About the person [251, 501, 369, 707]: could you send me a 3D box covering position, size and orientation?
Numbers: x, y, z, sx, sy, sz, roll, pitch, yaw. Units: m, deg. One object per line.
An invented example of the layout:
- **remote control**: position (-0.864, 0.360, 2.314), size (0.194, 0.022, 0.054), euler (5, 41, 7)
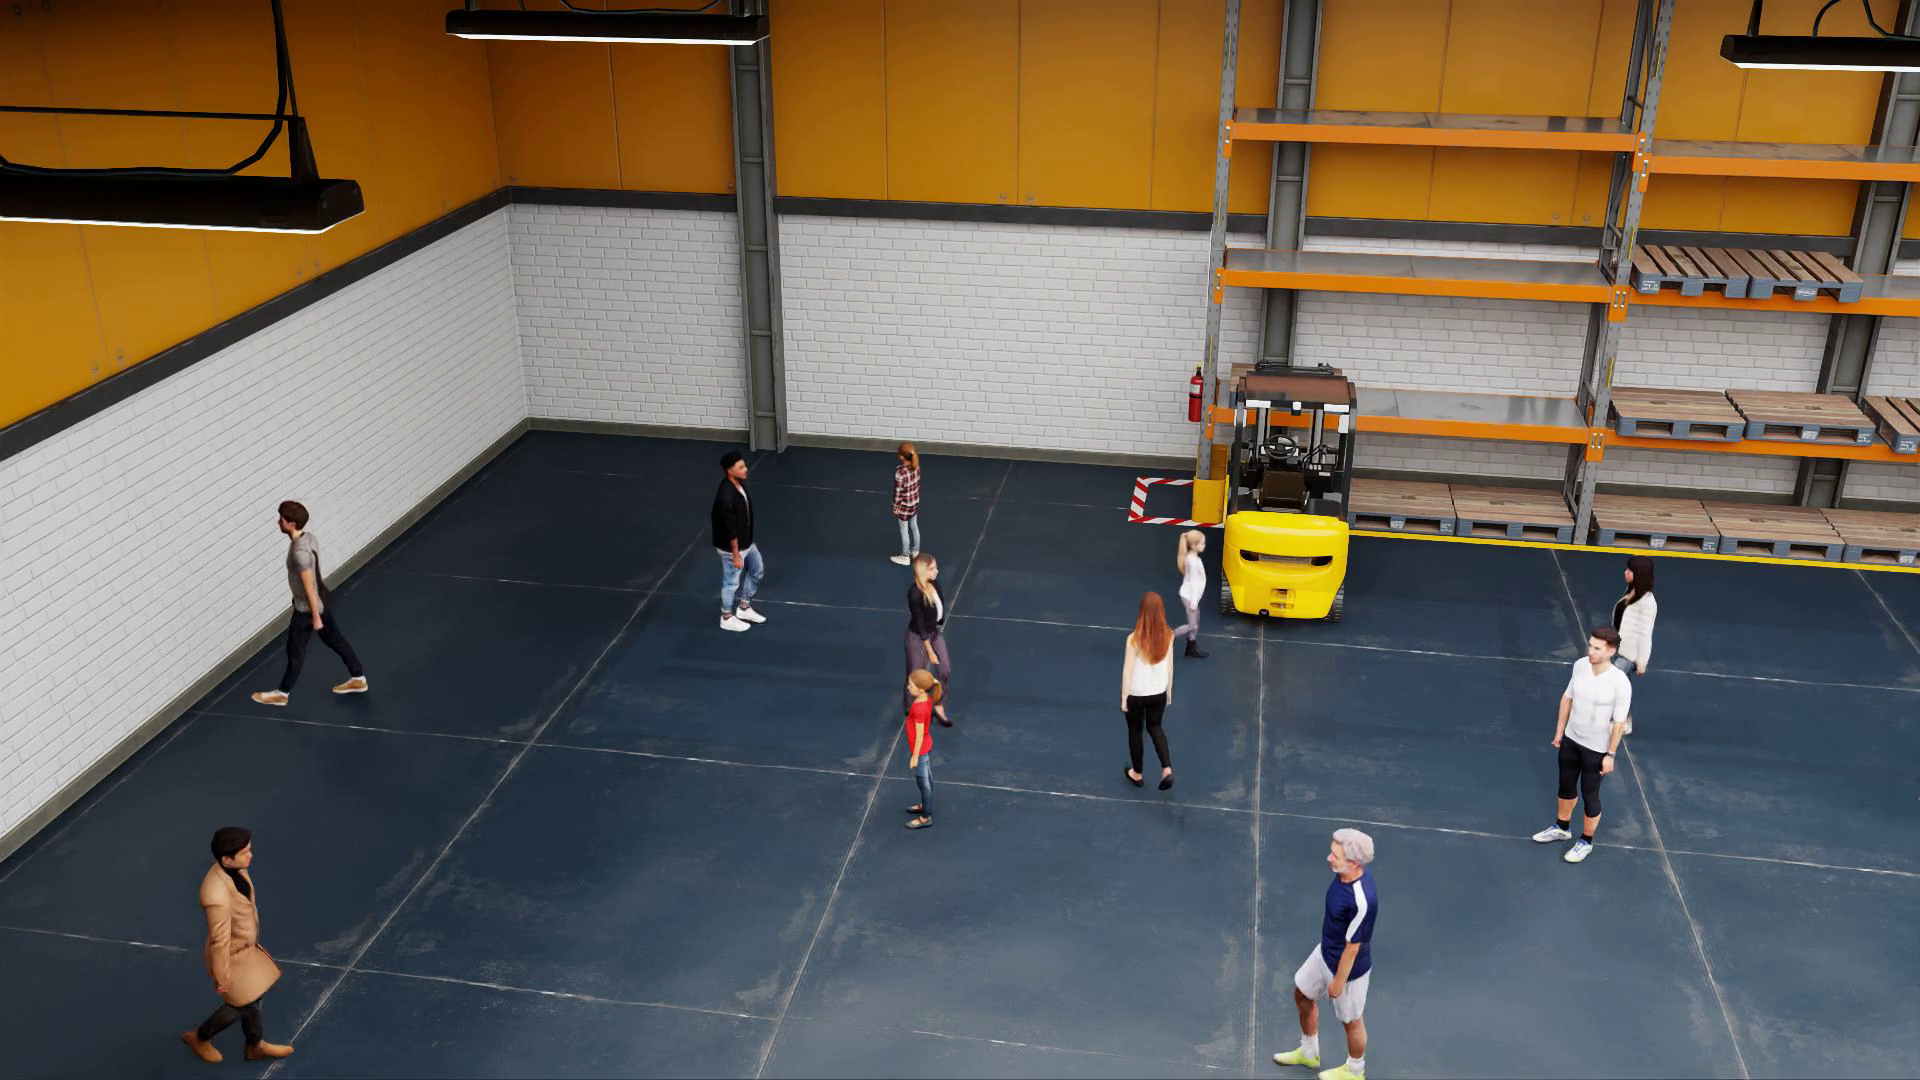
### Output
- **person**: position (-5.450, 0.556, 14.209), size (1.240, 1.844, 0.949), euler (-6, 24, -13)

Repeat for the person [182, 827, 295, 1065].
- **person**: position (-4.472, 2.470, 10.015), size (0.964, 1.695, 0.810), euler (-4, 24, -8)

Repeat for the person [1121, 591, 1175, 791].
- **person**: position (1.476, 1.226, 12.844), size (0.885, 1.709, 0.875), euler (-8, 25, -19)

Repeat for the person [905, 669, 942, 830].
- **person**: position (-0.288, 1.561, 12.575), size (0.526, 1.311, 0.497), euler (1, 24, 3)

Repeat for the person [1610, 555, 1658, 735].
- **person**: position (5.594, 0.896, 13.710), size (0.650, 1.621, 0.682), euler (0, 24, 0)

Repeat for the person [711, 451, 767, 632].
- **person**: position (-2.188, 0.005, 15.526), size (0.628, 1.798, 0.688), euler (4, 24, 9)

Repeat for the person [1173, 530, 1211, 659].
- **person**: position (2.025, 0.512, 15.030), size (0.727, 1.267, 0.513), euler (3, 24, 6)

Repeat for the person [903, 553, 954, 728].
- **person**: position (-0.384, 0.844, 13.782), size (0.768, 1.658, 0.712), euler (12, 26, 25)

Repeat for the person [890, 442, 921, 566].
- **person**: position (-0.536, -0.384, 17.029), size (0.650, 1.307, 0.615), euler (17, 29, 34)

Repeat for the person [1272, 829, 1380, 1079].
- **person**: position (2.356, 2.479, 9.841), size (0.846, 1.819, 0.771), euler (-1, 24, -3)

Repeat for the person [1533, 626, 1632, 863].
- **person**: position (4.585, 1.460, 12.132), size (0.786, 1.851, 0.754), euler (-13, 27, -27)
